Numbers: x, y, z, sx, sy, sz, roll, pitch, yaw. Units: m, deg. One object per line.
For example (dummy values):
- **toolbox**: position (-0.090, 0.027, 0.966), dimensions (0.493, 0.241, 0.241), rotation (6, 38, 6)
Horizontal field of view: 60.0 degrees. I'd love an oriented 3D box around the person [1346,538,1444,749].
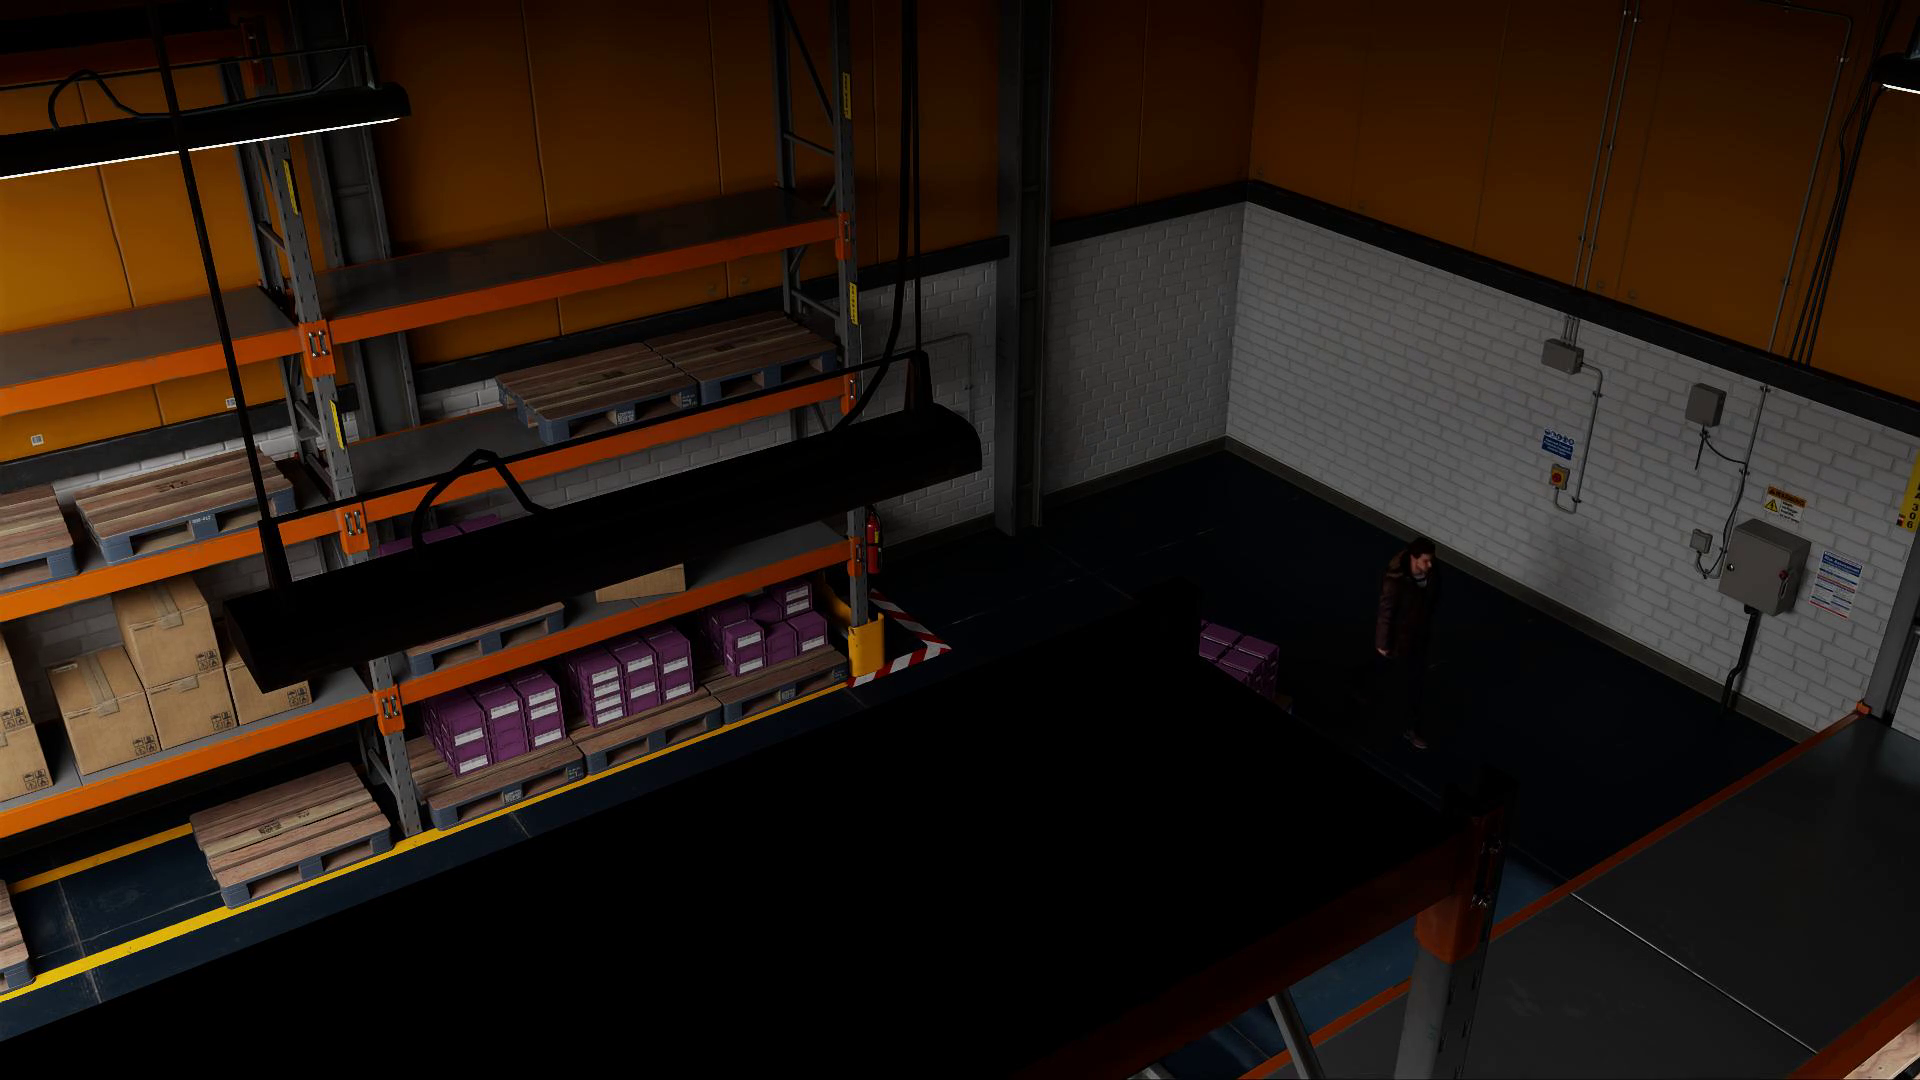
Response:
- **person**: position (3.518, 0.728, 13.422), dimensions (1.230, 1.797, 0.994), rotation (-11, 31, -20)
